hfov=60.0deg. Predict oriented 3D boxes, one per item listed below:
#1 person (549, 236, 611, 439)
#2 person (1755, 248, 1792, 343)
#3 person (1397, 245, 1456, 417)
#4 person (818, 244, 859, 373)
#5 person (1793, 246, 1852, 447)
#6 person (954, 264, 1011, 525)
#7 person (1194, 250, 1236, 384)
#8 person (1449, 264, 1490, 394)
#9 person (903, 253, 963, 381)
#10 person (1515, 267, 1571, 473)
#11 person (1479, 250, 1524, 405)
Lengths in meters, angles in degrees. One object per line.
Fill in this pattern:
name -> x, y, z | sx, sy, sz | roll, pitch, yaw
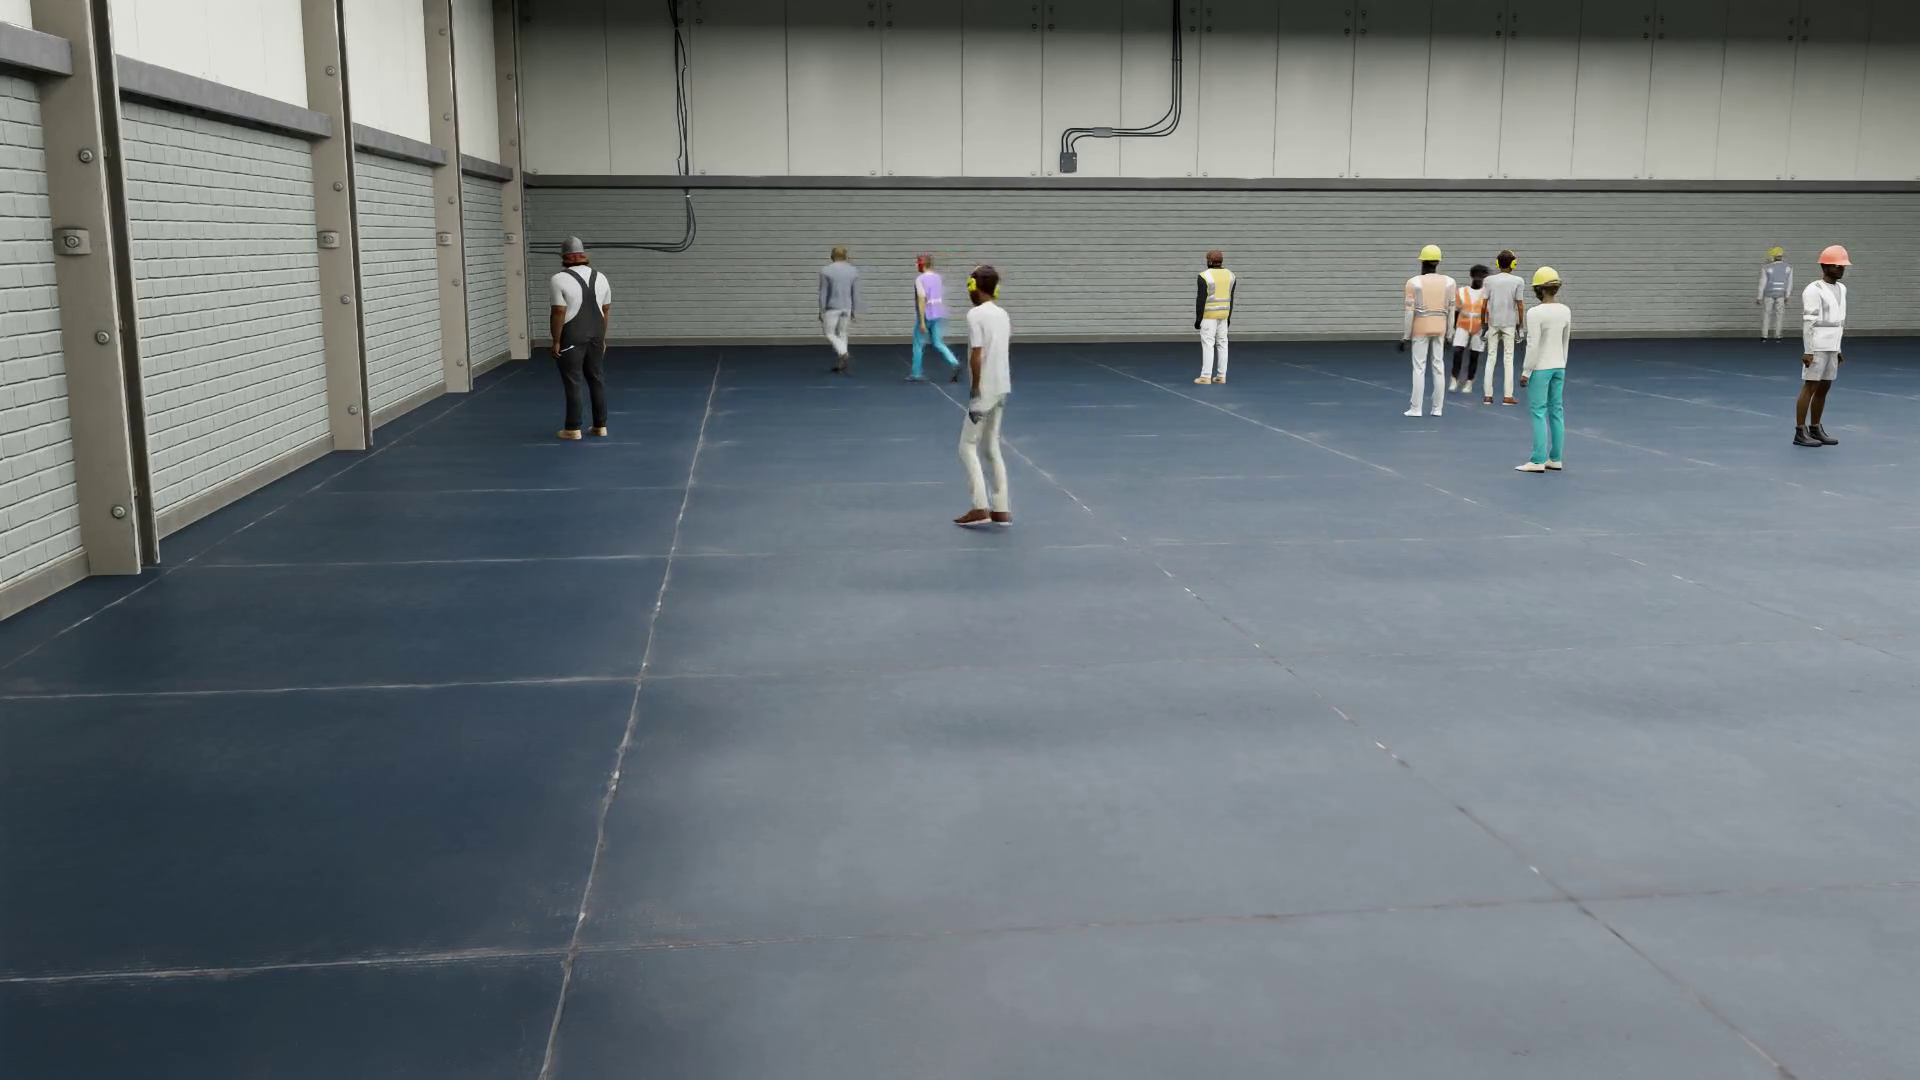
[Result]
person -> -3.877, -2.041, 16.760 | 0.536, 2.000, 0.683 | 9, 14, 40
person -> 15.592, -4.677, 31.885 | 0.636, 1.803, 0.403 | 0, 10, 0
person -> 5.239, -2.335, 18.709 | 0.632, 1.920, 0.403 | -2, 10, -8
person -> -1.774, -3.400, 24.548 | 0.637, 1.916, 0.557 | -7, 12, -33
person -> 8.378, -1.868, 16.096 | 0.552, 1.935, 0.366 | -6, 12, -30
person -> 0.194, -1.018, 11.730 | 0.464, 1.826, 0.572 | 7, 12, 32
person -> 3.489, -3.071, 22.947 | 0.625, 1.846, 0.429 | -6, 12, -31
person -> 6.565, -2.694, 21.327 | 0.539, 1.672, 0.643 | 5, 11, 23
person -> -0.384, -3.092, 23.184 | 0.870, 1.813, 0.578 | 7, 13, 35
person -> 5.029, -1.464, 14.357 | 0.532, 1.765, 0.328 | -7, 12, -32
person -> 6.567, -2.570, 20.142 | 0.532, 1.865, 0.311 | 6, 12, 32
